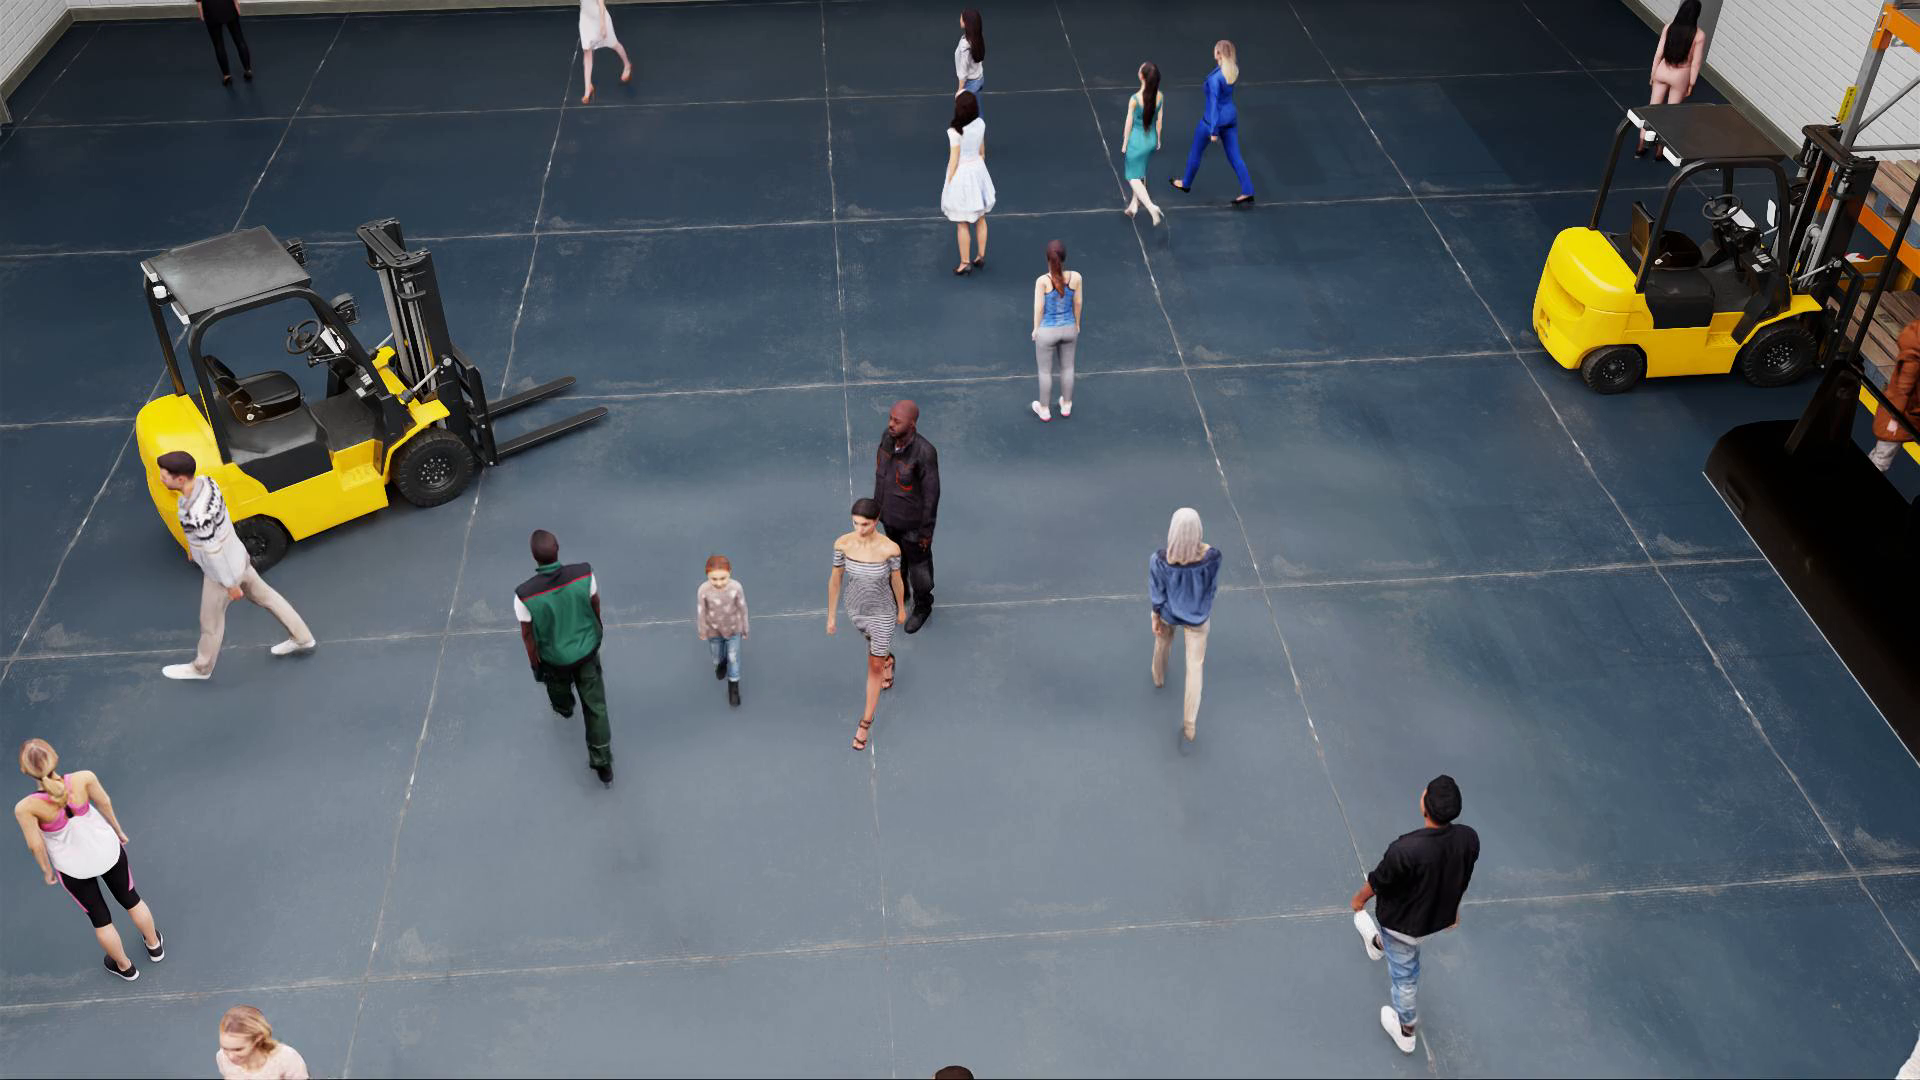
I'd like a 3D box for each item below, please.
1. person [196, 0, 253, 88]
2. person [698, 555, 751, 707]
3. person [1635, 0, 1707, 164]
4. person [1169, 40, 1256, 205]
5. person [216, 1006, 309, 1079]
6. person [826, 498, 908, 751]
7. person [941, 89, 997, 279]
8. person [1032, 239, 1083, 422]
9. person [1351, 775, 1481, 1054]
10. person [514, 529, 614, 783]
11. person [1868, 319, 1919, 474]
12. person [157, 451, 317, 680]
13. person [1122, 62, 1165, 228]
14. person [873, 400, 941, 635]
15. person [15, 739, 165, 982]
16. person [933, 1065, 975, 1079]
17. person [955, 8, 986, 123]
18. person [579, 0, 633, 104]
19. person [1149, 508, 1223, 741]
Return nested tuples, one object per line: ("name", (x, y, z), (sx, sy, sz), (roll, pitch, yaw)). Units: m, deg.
("person", (-8.424, -6.002, 18.946), (0.692, 1.659, 0.718), (-27, 46, -30))
("person", (-1.581, 0.551, 11.116), (0.492, 1.189, 0.640), (-4, 39, -5))
("person", (7.447, -4.815, 17.410), (0.676, 1.720, 0.749), (30, 47, 32))
("person", (2.681, -4.112, 16.584), (1.199, 1.651, 1.131), (26, 46, 29))
("person", (-3.132, 2.721, 7.926), (0.763, 1.780, 1.131), (4, 39, 5))
("person", (-0.555, 0.421, 10.814), (0.878, 1.769, 1.178), (10, 40, 12))
("person", (0.071, -3.297, 15.435), (0.848, 1.813, 0.895), (-26, 45, -28))
("person", (0.787, -1.721, 13.624), (0.601, 1.609, 0.575), (-11, 40, -13))
("person", (2.448, 2.026, 8.799), (0.904, 1.776, 1.176), (-14, 41, -17))
("person", (-2.403, 0.751, 10.392), (0.929, 1.780, 1.268), (-15, 41, -18))
("person", (7.073, -0.963, 12.493), (0.910, 1.836, 0.842), (25, 45, 28))
("person", (-4.828, 0.154, 11.122), (0.864, 1.802, 1.177), (-8, 39, -10))
("person", (1.812, -3.801, 16.182), (0.783, 1.668, 0.992), (-19, 42, -22))
("person", (-0.363, -0.209, 11.558), (0.789, 1.825, 0.856), (29, 47, 31))
("person", (-4.780, 1.755, 9.129), (0.729, 1.788, 0.675), (29, 47, 31))
("person", (-0.035, 2.958, 7.885), (0.637, 1.461, 0.500), (-12, 40, -15))
("person", (0.129, -4.775, 17.429), (0.735, 1.633, 0.606), (14, 41, 17))
("person", (-4.008, -5.822, 18.660), (1.013, 1.732, 1.201), (20, 43, 23))
("person", (1.461, 0.539, 10.748), (0.735, 1.667, 1.136), (3, 39, 3))
